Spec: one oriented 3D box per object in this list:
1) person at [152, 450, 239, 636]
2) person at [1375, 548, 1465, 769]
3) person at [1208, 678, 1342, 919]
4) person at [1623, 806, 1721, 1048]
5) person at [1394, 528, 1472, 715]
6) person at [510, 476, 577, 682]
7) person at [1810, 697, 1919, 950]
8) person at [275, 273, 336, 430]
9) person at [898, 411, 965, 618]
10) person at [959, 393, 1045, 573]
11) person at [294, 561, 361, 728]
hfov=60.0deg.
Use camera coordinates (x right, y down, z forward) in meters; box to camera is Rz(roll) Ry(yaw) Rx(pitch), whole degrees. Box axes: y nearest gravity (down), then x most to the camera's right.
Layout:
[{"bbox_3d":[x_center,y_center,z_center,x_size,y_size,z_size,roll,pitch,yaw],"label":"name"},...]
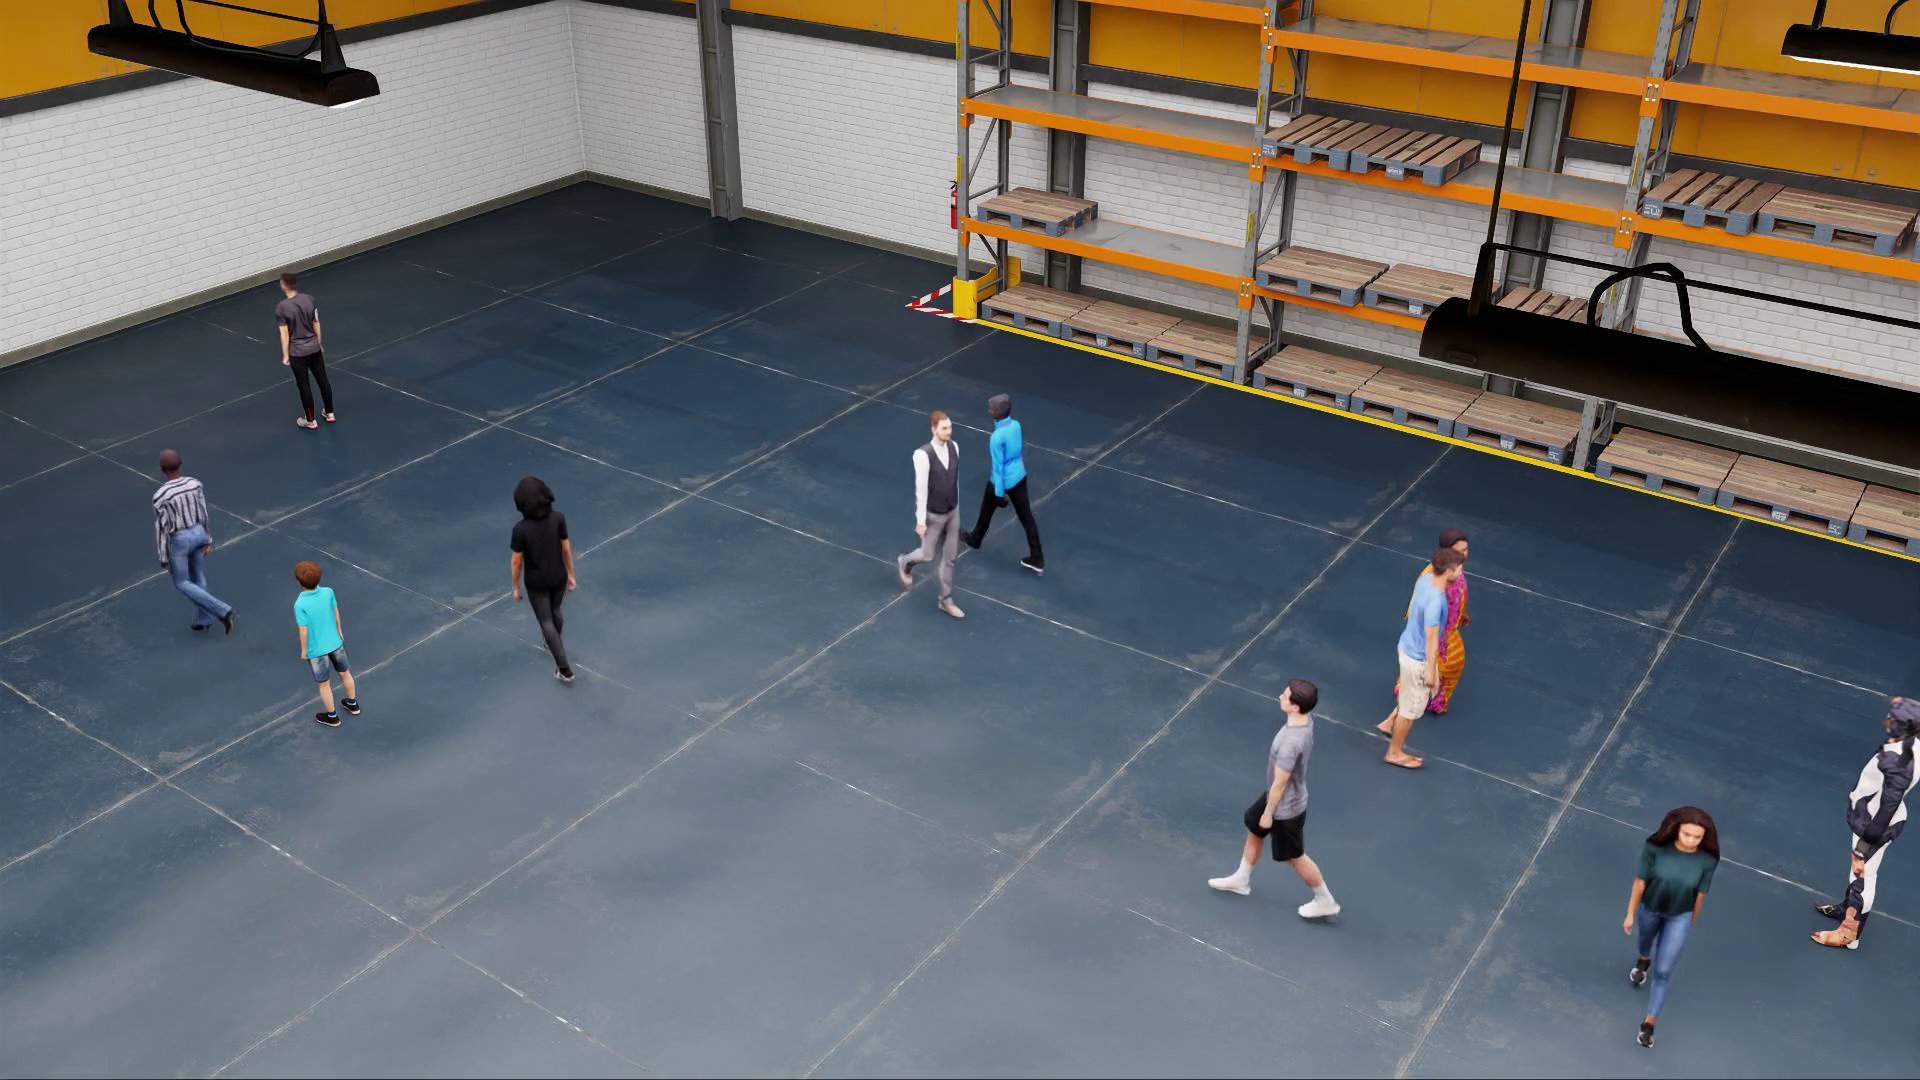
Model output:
[{"bbox_3d":[-6.563,0.085,14.287,0.905,1.773,0.740,13,31,22],"label":"person"},{"bbox_3d":[3.444,0.875,12.765,0.884,1.843,0.864,5,29,10],"label":"person"},{"bbox_3d":[2.268,1.773,11.117,1.227,1.844,0.871,10,30,18],"label":"person"},{"bbox_3d":[4.423,2.290,10.456,1.071,1.569,0.754,14,32,24],"label":"person"},{"bbox_3d":[3.786,0.613,13.442,0.798,1.654,0.700,13,31,23],"label":"person"},{"bbox_3d":[-3.412,0.354,13.760,0.857,1.804,1.077,-19,34,-31],"label":"person"},{"bbox_3d":[6.015,1.852,10.921,0.599,1.892,0.689,16,32,26],"label":"person"},{"bbox_3d":[-7.213,-2.090,18.282,0.533,1.764,0.643,20,35,32],"label":"person"},{"bbox_3d":[-0.250,-0.272,14.792,0.824,1.915,1.114,-22,35,-34],"label":"person"},{"bbox_3d":[0.522,-0.488,15.374,1.244,1.736,0.696,22,36,35],"label":"person"},{"bbox_3d":[-5.092,0.810,13.294,0.461,1.449,0.513,18,34,30],"label":"person"}]
